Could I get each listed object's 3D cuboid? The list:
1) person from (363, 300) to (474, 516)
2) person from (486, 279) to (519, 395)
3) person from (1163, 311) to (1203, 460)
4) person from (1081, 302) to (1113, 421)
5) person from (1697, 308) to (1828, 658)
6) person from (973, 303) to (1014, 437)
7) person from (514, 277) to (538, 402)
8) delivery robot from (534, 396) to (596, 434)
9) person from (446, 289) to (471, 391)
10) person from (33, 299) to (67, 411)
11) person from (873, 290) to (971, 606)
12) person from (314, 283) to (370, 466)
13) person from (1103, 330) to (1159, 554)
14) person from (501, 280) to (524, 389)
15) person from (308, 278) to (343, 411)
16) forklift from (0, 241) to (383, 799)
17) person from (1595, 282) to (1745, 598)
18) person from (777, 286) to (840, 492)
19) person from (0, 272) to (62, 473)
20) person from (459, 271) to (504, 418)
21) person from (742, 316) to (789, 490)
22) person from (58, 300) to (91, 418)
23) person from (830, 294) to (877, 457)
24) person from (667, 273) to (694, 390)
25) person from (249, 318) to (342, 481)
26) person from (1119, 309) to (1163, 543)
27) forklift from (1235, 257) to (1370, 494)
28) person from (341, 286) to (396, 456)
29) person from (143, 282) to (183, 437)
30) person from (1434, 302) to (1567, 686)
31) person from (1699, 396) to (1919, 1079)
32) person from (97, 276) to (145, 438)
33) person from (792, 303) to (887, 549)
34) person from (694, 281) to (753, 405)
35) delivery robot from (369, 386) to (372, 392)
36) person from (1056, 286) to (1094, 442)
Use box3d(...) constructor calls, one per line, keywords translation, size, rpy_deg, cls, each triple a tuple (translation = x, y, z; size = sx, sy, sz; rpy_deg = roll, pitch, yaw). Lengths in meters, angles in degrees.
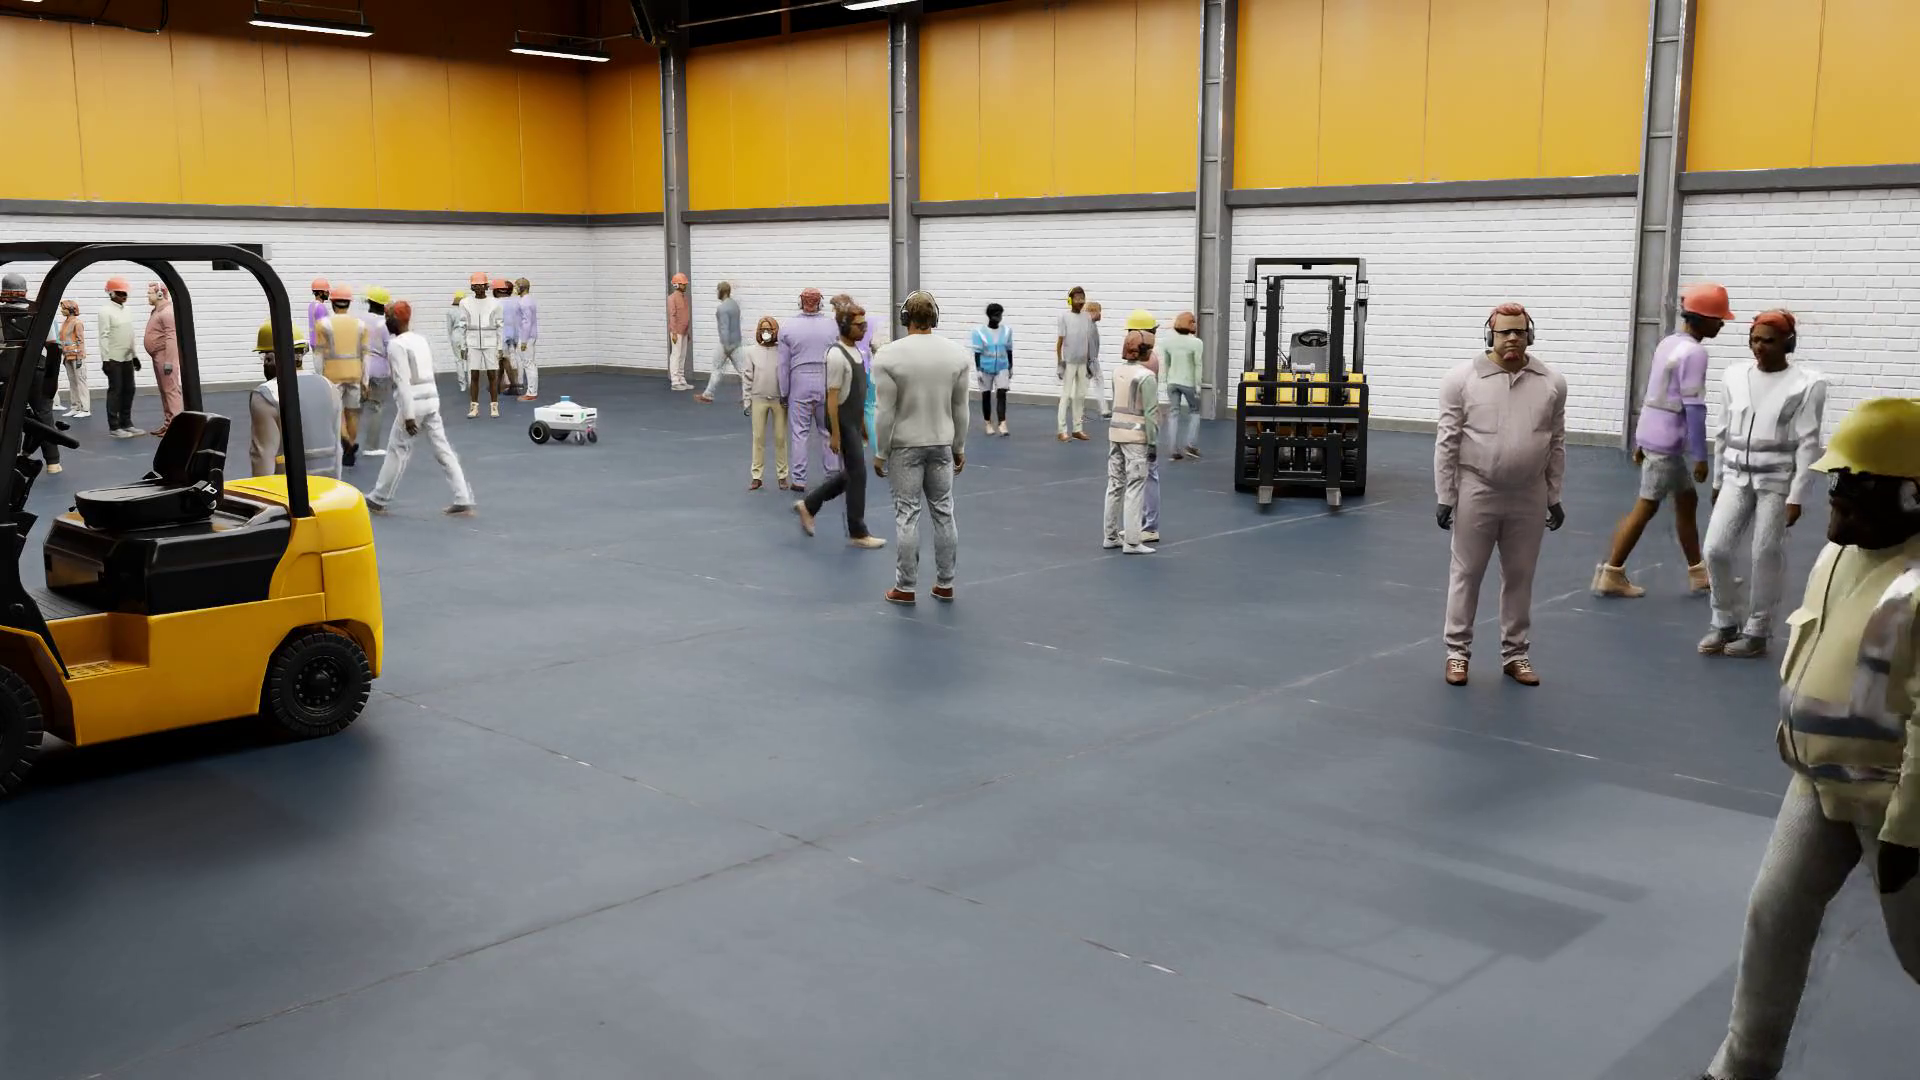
box3d(translation=(-4.578, -1.086, 13.914), size=(1.052, 1.802, 0.588), rpy_deg=(2, 10, 14), cls="person")
box3d(translation=(-7.603, -3.324, 27.297), size=(0.880, 1.899, 0.570), rpy_deg=(4, 10, 25), cls="person")
box3d(translation=(2.443, -1.670, 18.060), size=(0.501, 1.617, 0.493), rpy_deg=(6, 11, 33), cls="person")
box3d(translation=(1.897, -2.406, 22.558), size=(0.719, 1.606, 0.525), rpy_deg=(2, 9, 10), cls="person")
box3d(translation=(4.182, -0.277, 8.731), size=(0.554, 1.863, 0.599), rpy_deg=(-7, 11, -35), cls="person")
box3d(translation=(0.425, -2.082, 20.459), size=(0.539, 1.636, 0.832), rpy_deg=(-2, 9, -11), cls="person")
box3d(translation=(-6.784, -3.128, 26.001), size=(0.357, 1.938, 0.638), rpy_deg=(-1, 9, -8), cls="person")
box3d(translation=(-4.684, -1.465, 19.751), size=(0.707, 0.478, 0.477), rpy_deg=(3, 10, 19), cls="delivery robot")
box3d(translation=(-8.509, -3.412, 28.421), size=(0.481, 1.716, 0.538), rpy_deg=(-2, 9, -12), cls="person")
box3d(translation=(-13.373, -2.694, 24.254), size=(0.514, 1.641, 0.315), rpy_deg=(0, 9, 3), cls="person")
box3d(translation=(-0.243, -0.558, 10.245), size=(0.630, 1.940, 0.371), rpy_deg=(-4, 10, -23), cls="person")
box3d(translation=(-6.395, -1.696, 17.262), size=(0.570, 1.921, 0.684), rpy_deg=(-8, 12, -39), cls="person")
box3d(translation=(1.258, -0.712, 12.143), size=(0.322, 1.628, 0.515), rpy_deg=(-5, 10, -26), cls="person")
box3d(translation=(-7.755, -3.525, 28.643), size=(0.521, 1.874, 0.327), rpy_deg=(-5, 11, -30), cls="person")
box3d(translation=(-9.188, -2.803, 24.014), size=(0.356, 1.937, 0.552), rpy_deg=(-7, 11, -36), cls="person")
box3d(translation=(-3.706, -0.171, 7.093), size=(1.214, 2.155, 2.313), rpy_deg=(9, 13, 43), cls="forklift")
box3d(translation=(4.466, -0.596, 10.334), size=(0.991, 1.984, 0.642), rpy_deg=(2, 9, 11), cls="person")
box3d(translation=(-1.376, -1.398, 15.497), size=(0.644, 1.908, 0.408), rpy_deg=(-2, 9, -10), cls="person")
box3d(translation=(-9.473, -1.676, 16.790), size=(0.676, 2.000, 0.536), rpy_deg=(-5, 11, -28), cls="person")
box3d(translation=(-6.630, -2.702, 23.072), size=(0.608, 2.044, 0.372), rpy_deg=(-1, 9, -9), cls="person")
box3d(translation=(-1.784, -1.280, 15.604), size=(0.507, 1.632, 0.268), rpy_deg=(0, 9, -2), cls="person")
box3d(translation=(-12.376, -2.527, 23.230), size=(0.514, 1.641, 0.307), rpy_deg=(7, 12, 37), cls="person")
box3d(translation=(-1.164, -1.754, 17.985), size=(0.604, 1.803, 0.451), rpy_deg=(-3, 10, -20), cls="person")
box3d(translation=(-4.794, -3.564, 28.505), size=(0.378, 1.995, 0.609), rpy_deg=(2, 10, 13), cls="person")
box3d(translation=(-3.482, -0.249, 8.713), size=(0.403, 1.823, 0.595), rpy_deg=(3, 10, 20), cls="person")
box3d(translation=(1.375, -0.861, 12.628), size=(0.320, 1.769, 0.523), rpy_deg=(0, 9, 1), cls="person")
box3d(translation=(3.309, -1.629, 16.029), size=(1.214, 2.155, 2.313), rpy_deg=(2, 9, 11), cls="forklift")
box3d(translation=(-6.558, -1.862, 18.435), size=(0.751, 1.877, 0.406), rpy_deg=(2, 9, 12), cls="person")
box3d(translation=(-9.871, -2.232, 20.594), size=(0.409, 1.913, 0.649), rpy_deg=(-7, 12, -36), cls="person")
box3d(translation=(2.691, -0.219, 8.269), size=(0.654, 1.905, 0.408), rpy_deg=(0, 9, 1), cls="person")
box3d(translation=(2.216, 0.555, 3.891), size=(0.904, 1.796, 0.603), rpy_deg=(0, 9, -2), cls="person")
box3d(translation=(-10.330, -2.246, 20.464), size=(0.430, 1.981, 0.637), rpy_deg=(0, 9, 2), cls="person")
box3d(translation=(-0.906, -0.842, 12.345), size=(0.707, 1.824, 0.518), rpy_deg=(2, 9, 11), cls="person")
box3d(translation=(-3.550, -2.977, 25.271), size=(1.043, 1.884, 0.627), rpy_deg=(4, 10, 21), cls="person")
box3d(translation=(-9.369, -2.468, 25.903), size=(0.477, 0.478, 0.707), rpy_deg=(2, 10, 15), cls="delivery robot")
box3d(translation=(1.391, -2.121, 20.041), size=(0.532, 1.868, 0.310), rpy_deg=(-6, 11, -34), cls="person")
